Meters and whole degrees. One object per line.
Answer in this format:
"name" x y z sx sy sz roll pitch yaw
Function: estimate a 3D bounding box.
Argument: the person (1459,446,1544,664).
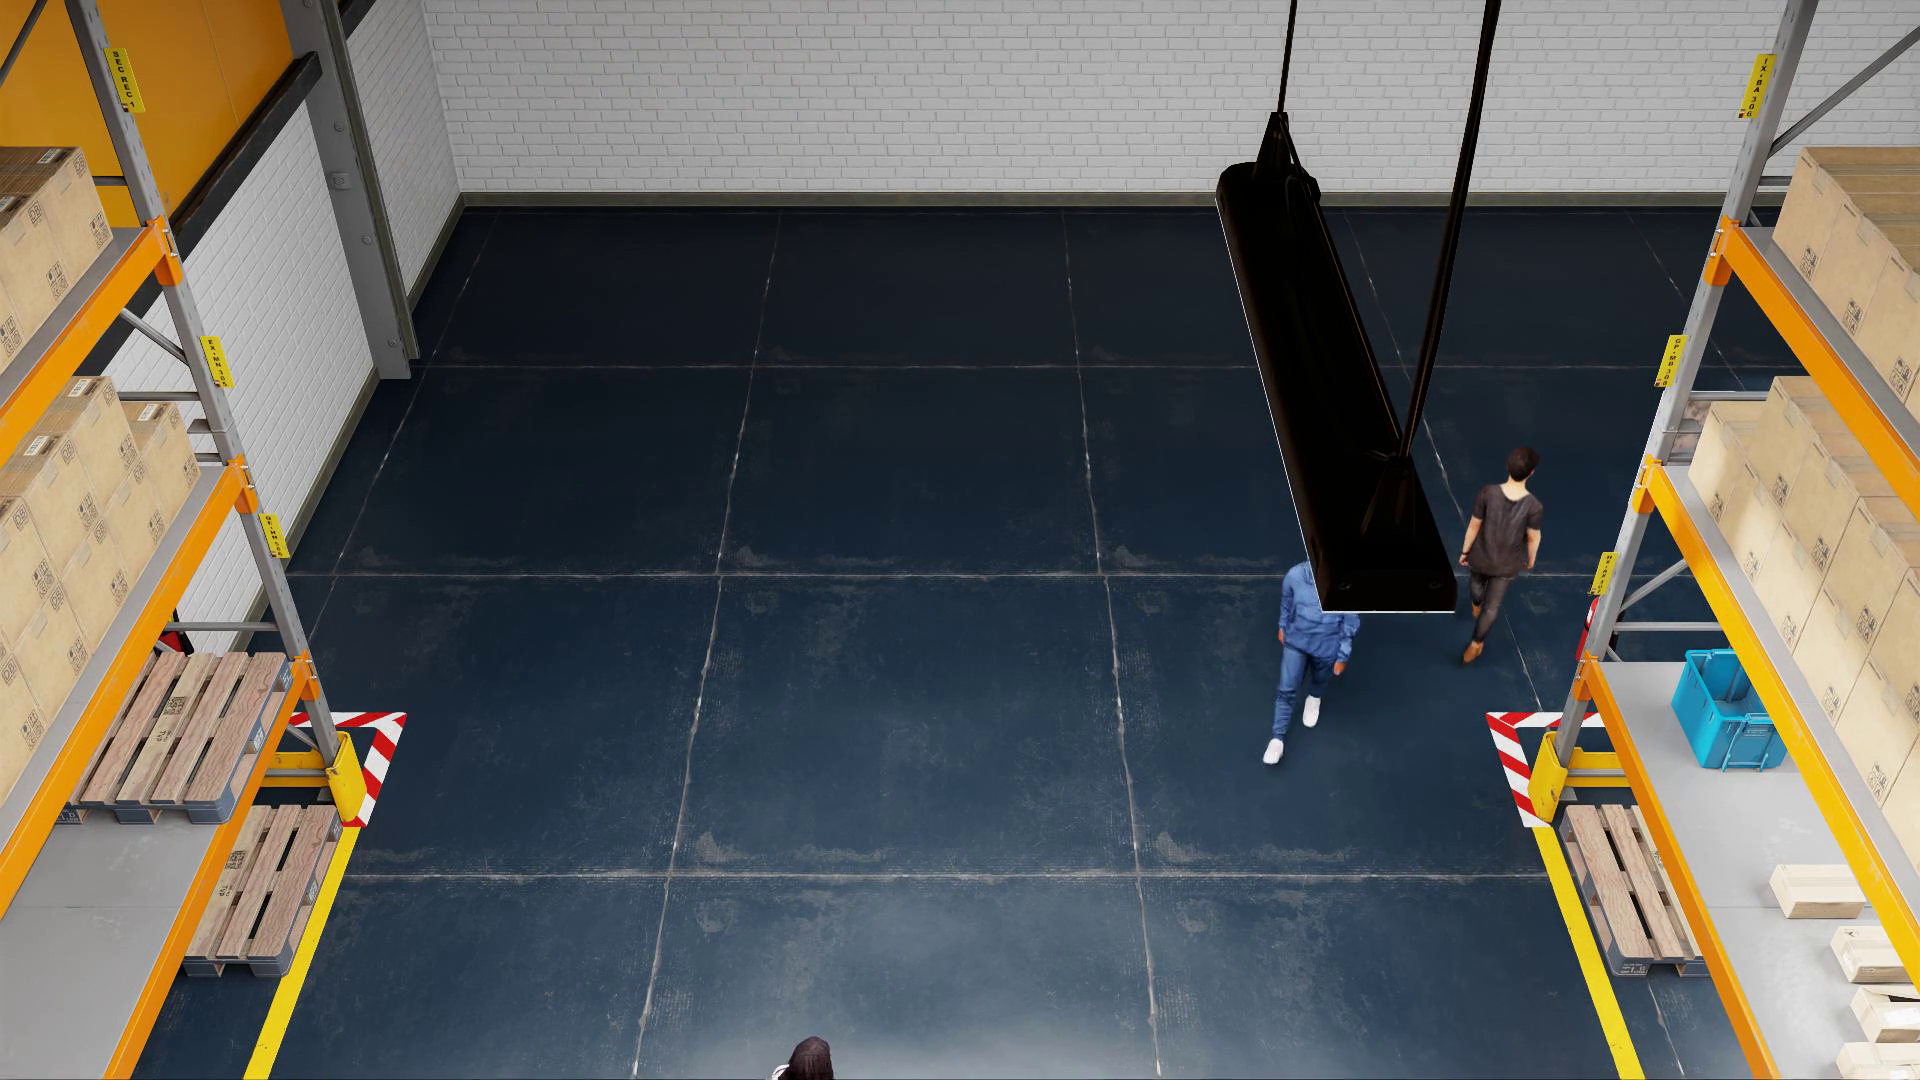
"person" 3.794 0.139 11.811 0.980 1.672 1.165 20 43 24

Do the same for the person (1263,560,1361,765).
"person" 2.399 0.603 11.152 0.948 1.771 1.213 13 40 16

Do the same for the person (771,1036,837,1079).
"person" -0.746 3.053 8.094 0.848 1.757 1.100 15 41 18
